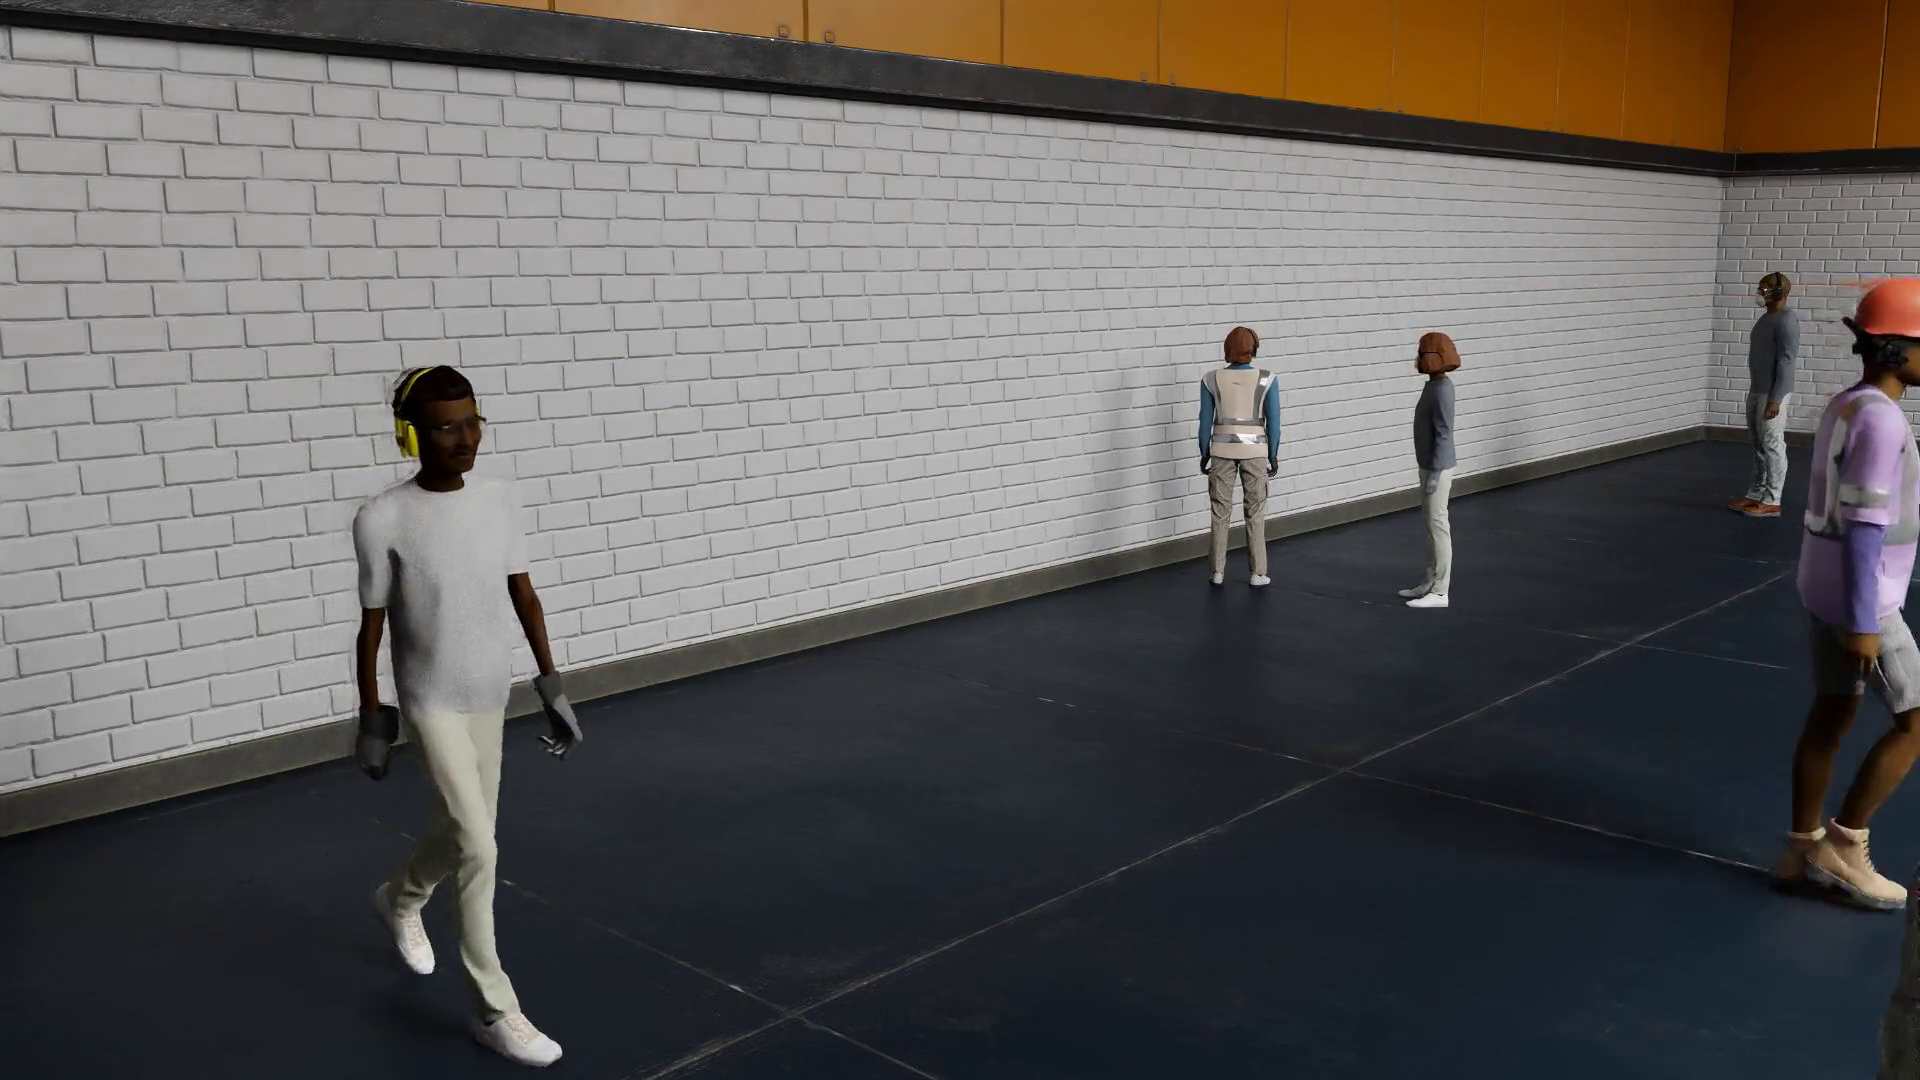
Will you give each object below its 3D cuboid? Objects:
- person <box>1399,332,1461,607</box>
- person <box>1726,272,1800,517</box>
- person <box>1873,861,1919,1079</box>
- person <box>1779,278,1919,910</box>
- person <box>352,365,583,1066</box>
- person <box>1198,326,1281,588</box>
[{"bbox_3d":[2.805,-0.414,9.895,0.279,1.634,0.497,2,10,10],"label":"person"},{"bbox_3d":[6.429,-1.154,13.243,0.373,1.940,0.630,1,10,7],"label":"person"},{"bbox_3d":[1.381,0.924,2.061,0.489,1.704,0.706,7,12,34],"label":"person"},{"bbox_3d":[2.960,0.189,5.328,0.524,2.029,0.635,3,10,18],"label":"person"},{"bbox_3d":[-1.410,0.432,4.513,0.880,1.842,0.507,7,12,35],"label":"person"},{"bbox_3d":[1.749,-0.514,10.444,0.514,1.642,0.310,3,10,17],"label":"person"}]
